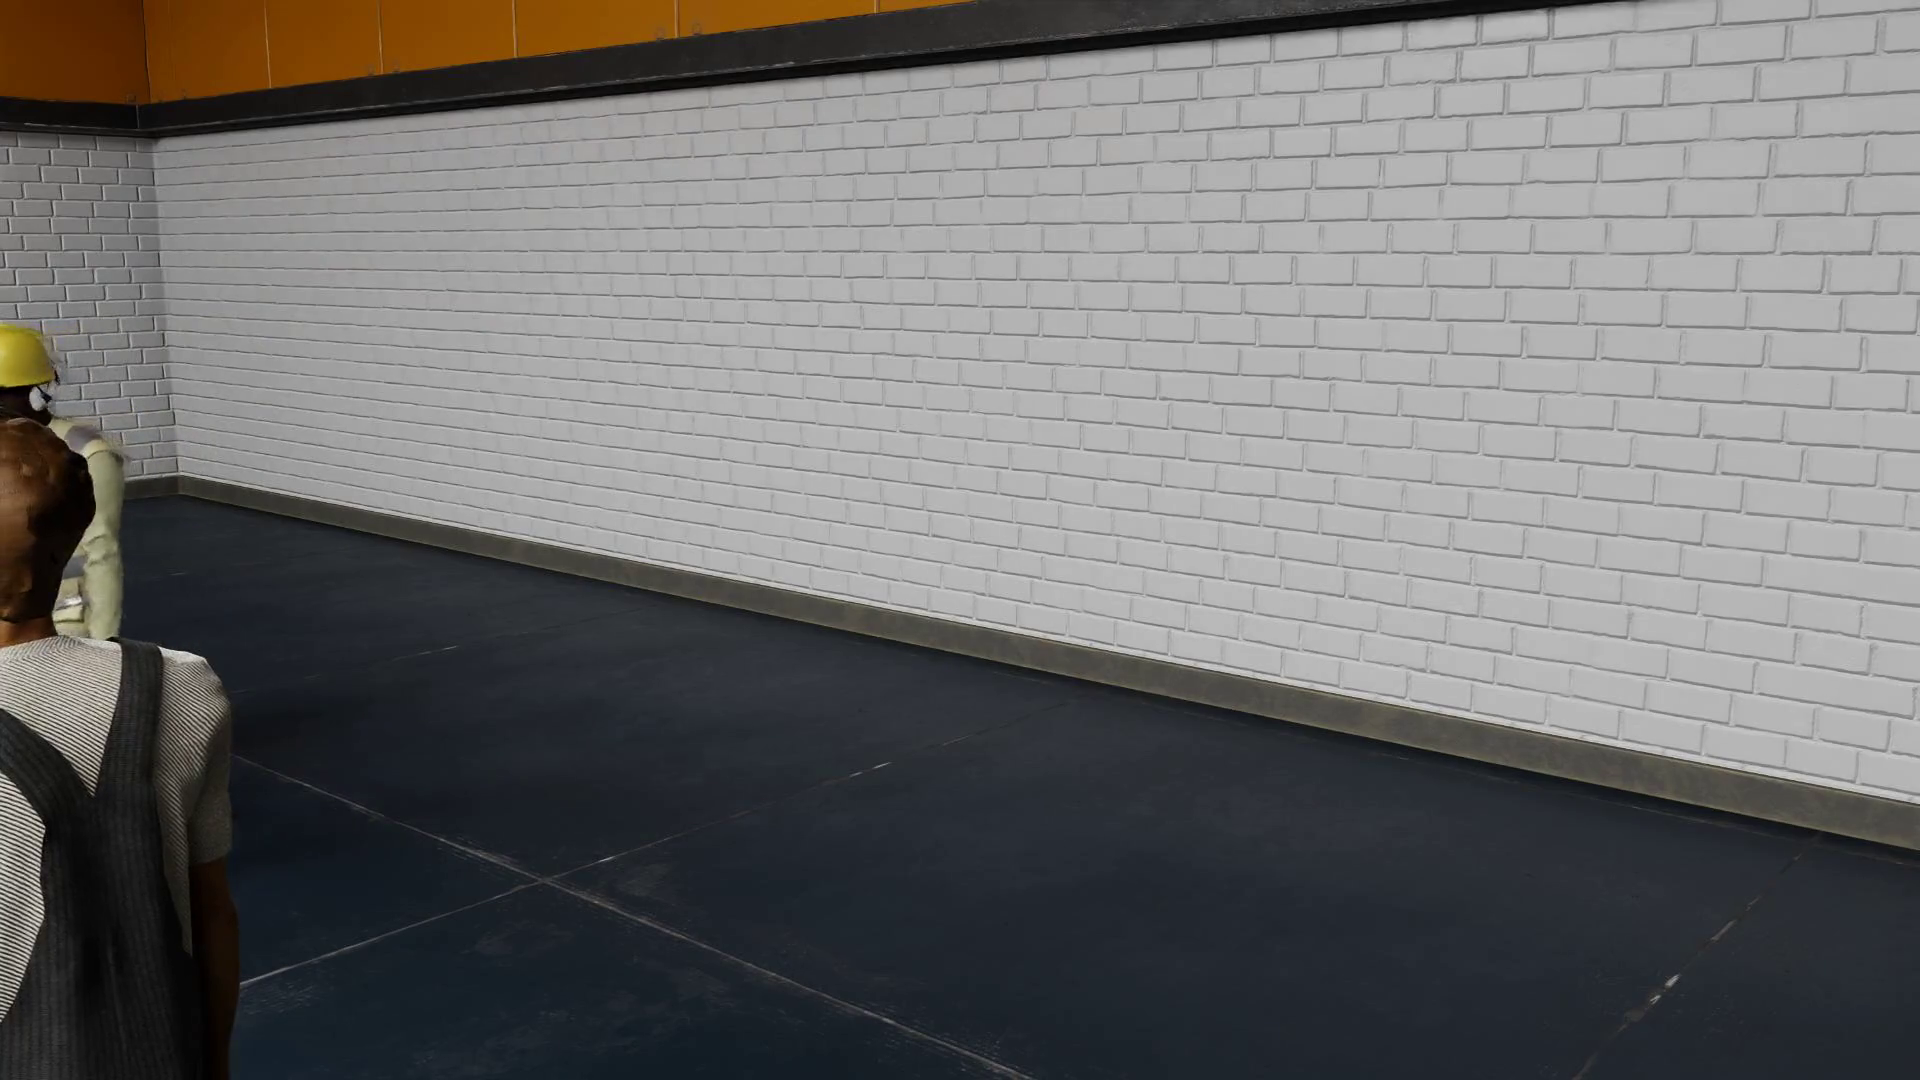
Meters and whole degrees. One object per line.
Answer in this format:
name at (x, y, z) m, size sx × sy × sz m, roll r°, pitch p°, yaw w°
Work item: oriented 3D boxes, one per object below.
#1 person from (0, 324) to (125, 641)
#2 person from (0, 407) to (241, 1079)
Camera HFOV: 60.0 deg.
person at (-2.814, 0.220, 5.198) m, size 0.603 × 1.801 × 0.696 m, roll 2°, pitch 10°, yaw 14°
person at (-1.104, 0.756, 2.030) m, size 0.343 × 1.846 × 0.507 m, roll 5°, pitch 11°, yaw 27°
